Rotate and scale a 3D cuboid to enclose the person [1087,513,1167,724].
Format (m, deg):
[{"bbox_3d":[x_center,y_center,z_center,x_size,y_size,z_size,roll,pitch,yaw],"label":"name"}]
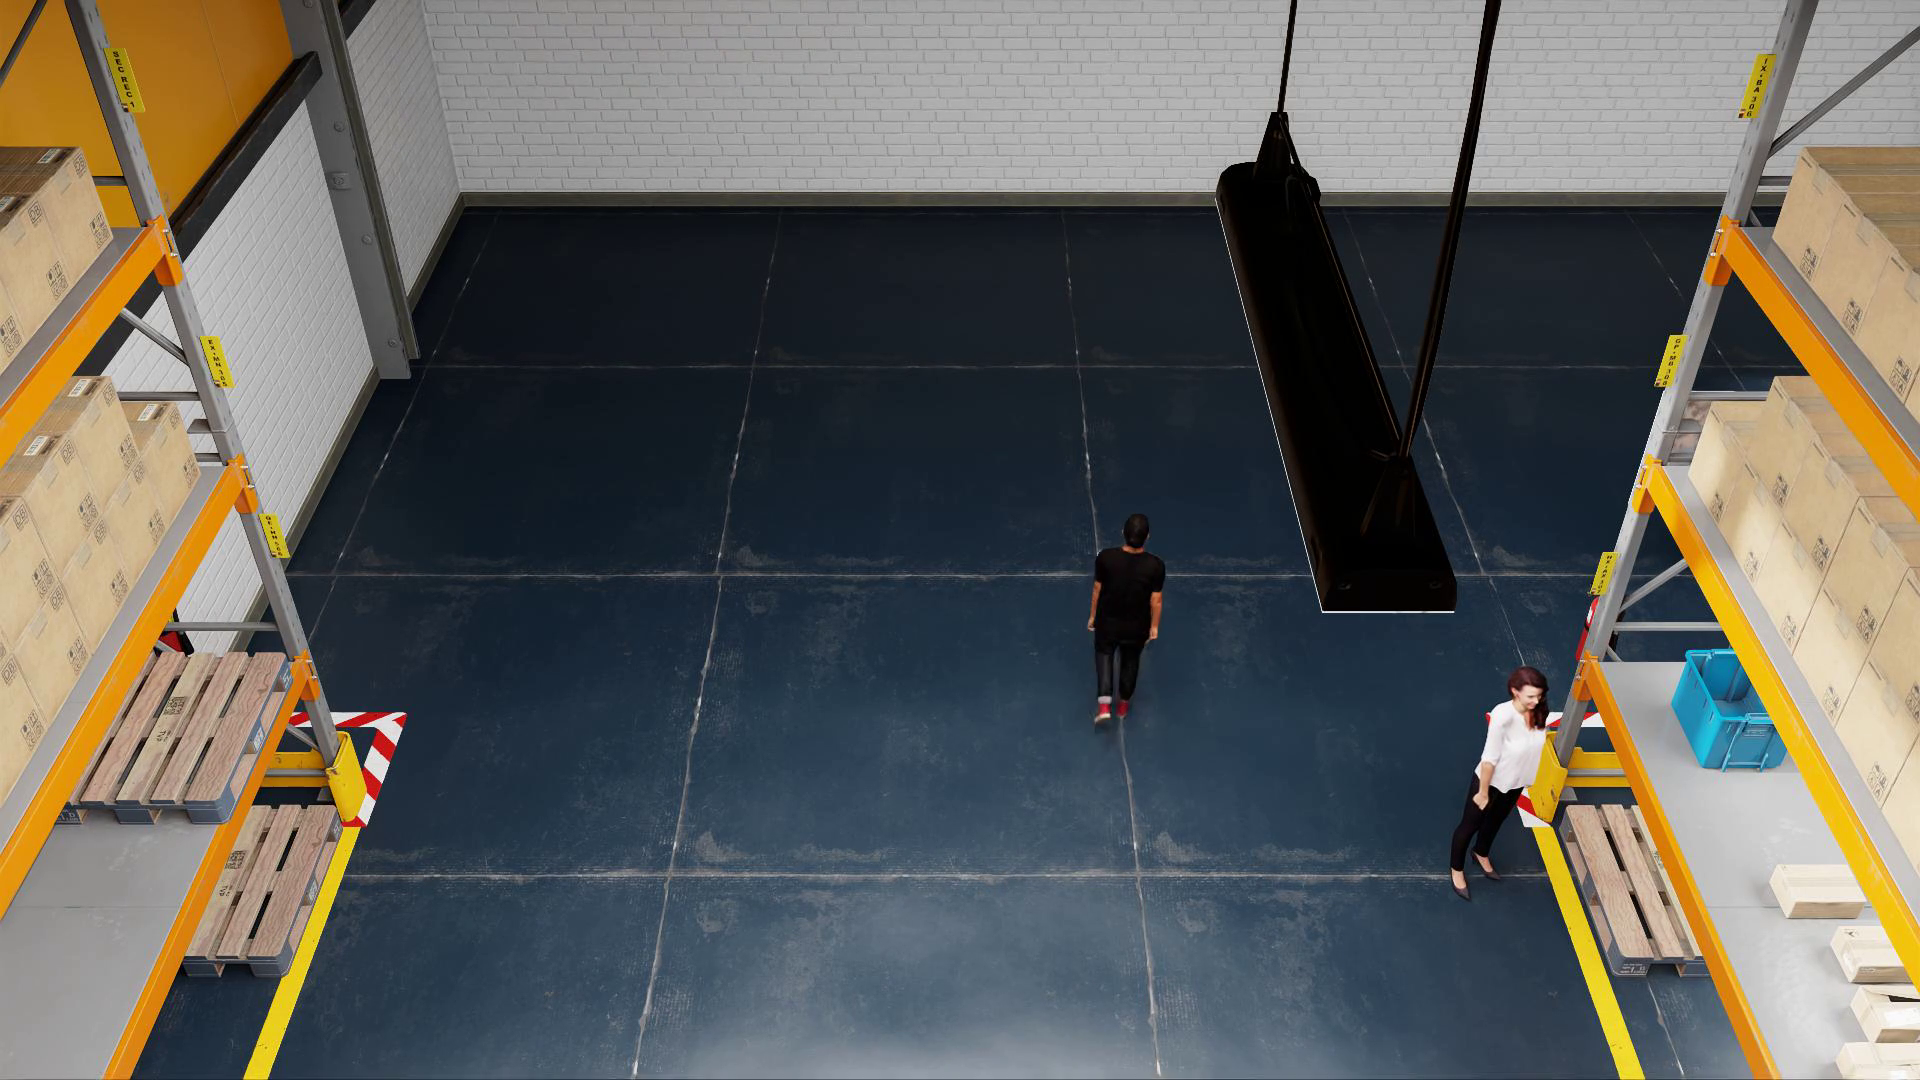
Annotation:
[{"bbox_3d":[1.090,0.594,11.181,0.719,1.746,0.860,5,39,7],"label":"person"}]

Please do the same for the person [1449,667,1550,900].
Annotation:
[{"bbox_3d":[3.262,1.448,10.074,0.686,1.795,0.685,-20,43,-23],"label":"person"}]
